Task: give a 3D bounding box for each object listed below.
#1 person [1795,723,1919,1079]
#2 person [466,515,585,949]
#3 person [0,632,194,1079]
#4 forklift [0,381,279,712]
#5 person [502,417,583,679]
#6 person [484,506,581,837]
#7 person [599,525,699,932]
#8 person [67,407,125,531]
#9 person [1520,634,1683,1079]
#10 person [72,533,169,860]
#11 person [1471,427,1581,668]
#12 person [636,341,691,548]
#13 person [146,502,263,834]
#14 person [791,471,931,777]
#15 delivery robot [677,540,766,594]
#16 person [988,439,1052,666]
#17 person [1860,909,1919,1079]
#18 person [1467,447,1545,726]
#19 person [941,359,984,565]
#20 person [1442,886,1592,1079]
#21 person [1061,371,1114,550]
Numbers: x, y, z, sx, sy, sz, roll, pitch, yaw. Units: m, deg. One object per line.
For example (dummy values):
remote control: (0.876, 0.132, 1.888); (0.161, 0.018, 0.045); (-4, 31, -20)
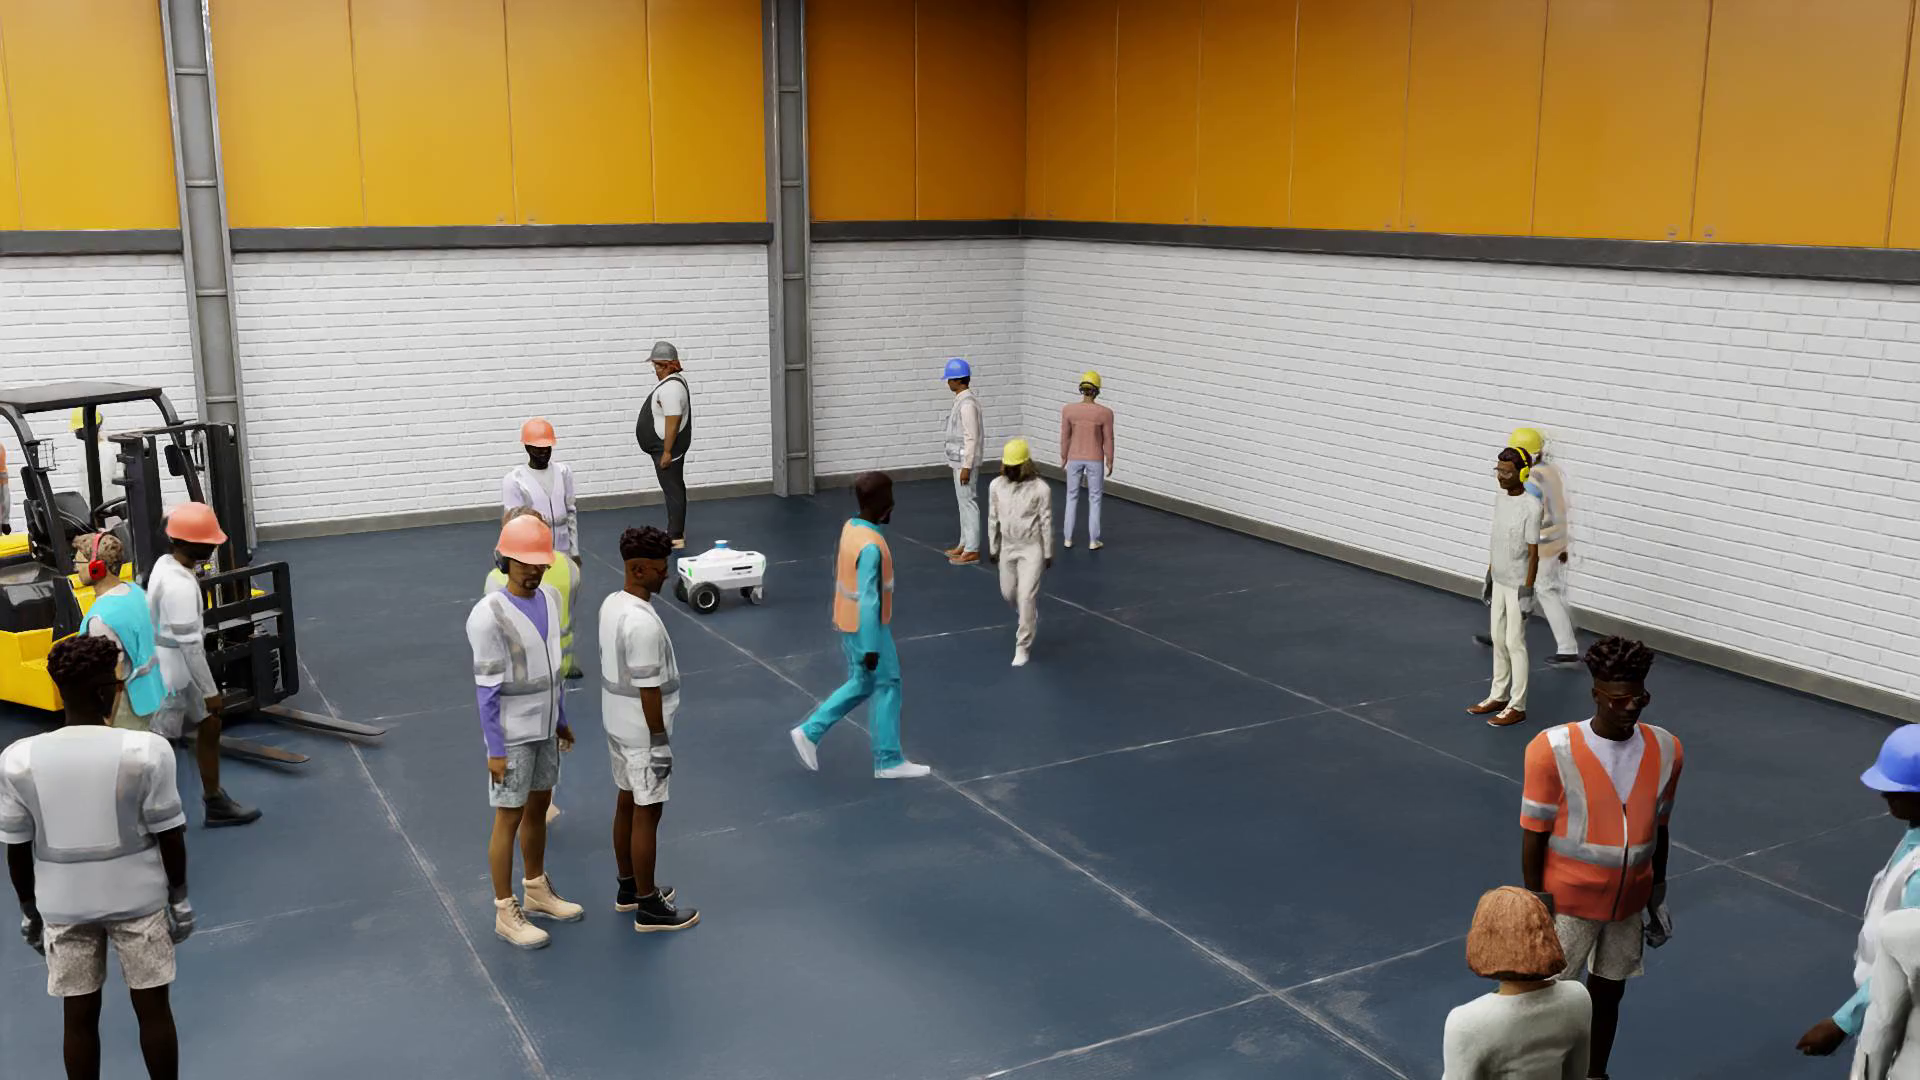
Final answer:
person: (3.011, 1.499, 5.223); (0.625, 1.917, 0.630); (6, 14, 28)
person: (-2.019, 0.882, 7.832); (0.394, 2.040, 0.609); (5, 13, 21)
person: (-3.113, 1.300, 6.055); (0.609, 1.960, 0.377); (-2, 12, -11)
forklift: (-5.853, 0.085, 11.199); (2.313, 2.155, 1.214); (7, 14, 28)
person: (-2.956, 0.083, 11.850); (0.544, 1.932, 0.375); (-11, 16, -42)
person: (-2.363, 0.715, 9.117); (0.491, 1.824, 0.641); (9, 15, 35)
person: (-1.515, 0.893, 7.971); (0.379, 1.958, 0.600); (-6, 14, -27)
person: (-7.200, -0.265, 13.891); (0.553, 1.754, 0.369); (9, 15, 35)
person: (2.322, 1.293, 6.074); (0.607, 1.966, 0.373); (-2, 12, -9)
person: (-4.204, 0.865, 8.364); (0.390, 1.846, 0.565); (-3, 12, -13)
person: (4.250, 0.047, 12.340); (0.910, 1.775, 0.617); (7, 14, 31)
person: (-2.910, -0.939, 16.361); (0.539, 2.000, 0.689); (-1, 12, -5)
person: (-4.191, 0.719, 8.971); (0.832, 1.877, 0.577); (-6, 13, -24)
person: (-0.606, 0.517, 9.898); (0.754, 1.894, 0.602); (-4, 13, -16)
delivery robot: (-2.015, 0.247, 14.090); (0.707, 0.478, 0.477); (-6, 14, -27)
person: (0.493, 0.046, 12.542); (0.498, 1.709, 0.703); (5, 13, 24)
person: (3.000, 1.633, 4.992); (0.564, 1.748, 0.339); (4, 13, 20)
person: (3.622, 0.300, 10.993); (0.334, 1.860, 0.509); (-3, 12, -13)
person: (0.023, -0.737, 15.650); (0.407, 1.938, 0.614); (-1, 12, -5)
person: (1.537, 1.761, 4.689); (0.502, 1.627, 0.272); (-5, 13, -23)
person: (1.247, -0.775, 16.276); (0.533, 1.756, 0.342); (3, 13, 15)
